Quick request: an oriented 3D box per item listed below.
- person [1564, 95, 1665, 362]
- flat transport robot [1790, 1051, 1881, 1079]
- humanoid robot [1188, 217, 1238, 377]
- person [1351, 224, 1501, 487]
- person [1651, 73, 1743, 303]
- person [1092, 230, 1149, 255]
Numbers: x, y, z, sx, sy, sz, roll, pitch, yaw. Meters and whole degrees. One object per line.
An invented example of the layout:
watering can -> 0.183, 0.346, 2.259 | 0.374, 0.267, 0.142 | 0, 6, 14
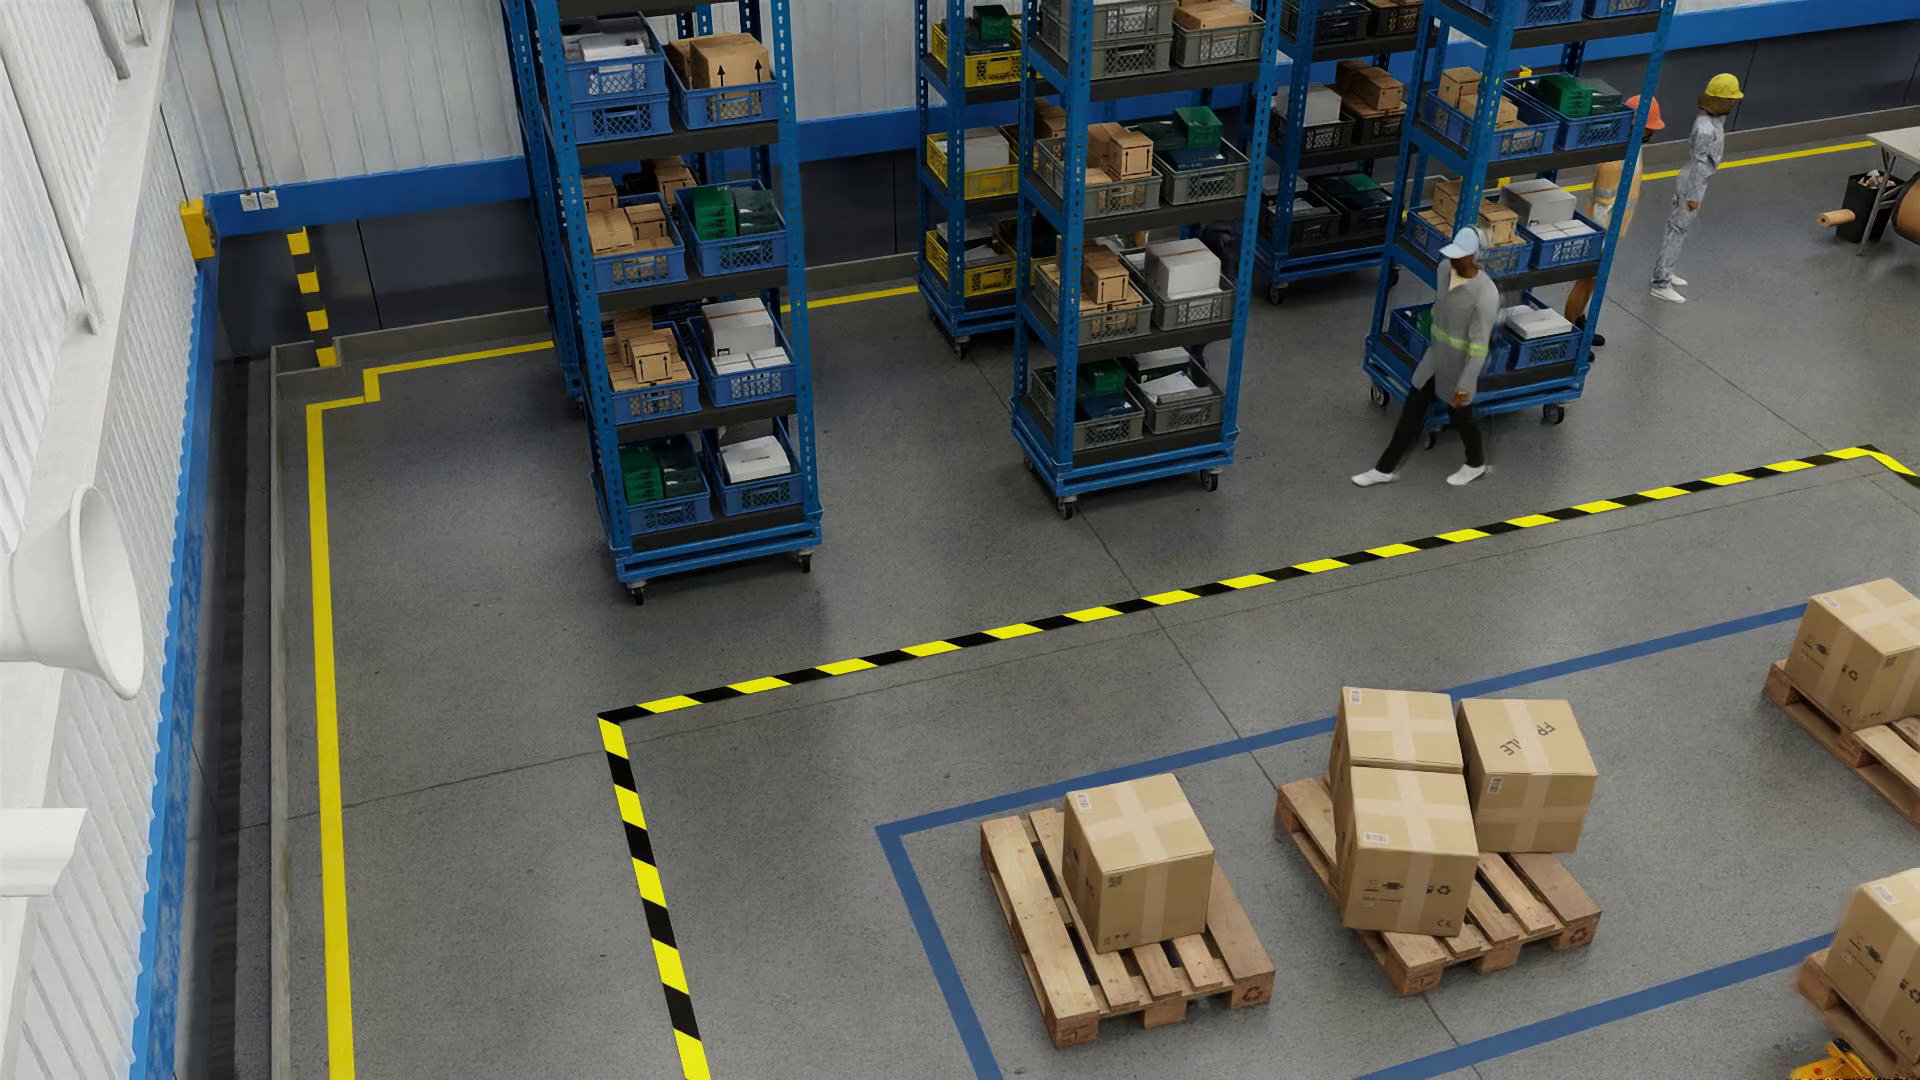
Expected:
person -> 4.590, -2.204, 11.733 | 0.375, 1.936, 0.547 | 22, 41, 28
flat transport robot -> 4.261, 2.231, 6.868 | 1.431, 0.197, 0.652 | -11, 37, -15
humanoid robot -> 1.647, -1.626, 11.128 | 0.344, 1.649, 0.589 | -7, 36, -10
person -> 3.005, -1.104, 10.288 | 0.884, 1.806, 0.610 | -12, 37, -16
person -> 5.559, -2.667, 12.556 | 0.293, 1.744, 0.484 | 14, 38, 19
person -> 1.093, -1.913, 11.402 | 0.373, 1.840, 0.568 | -15, 38, -20
